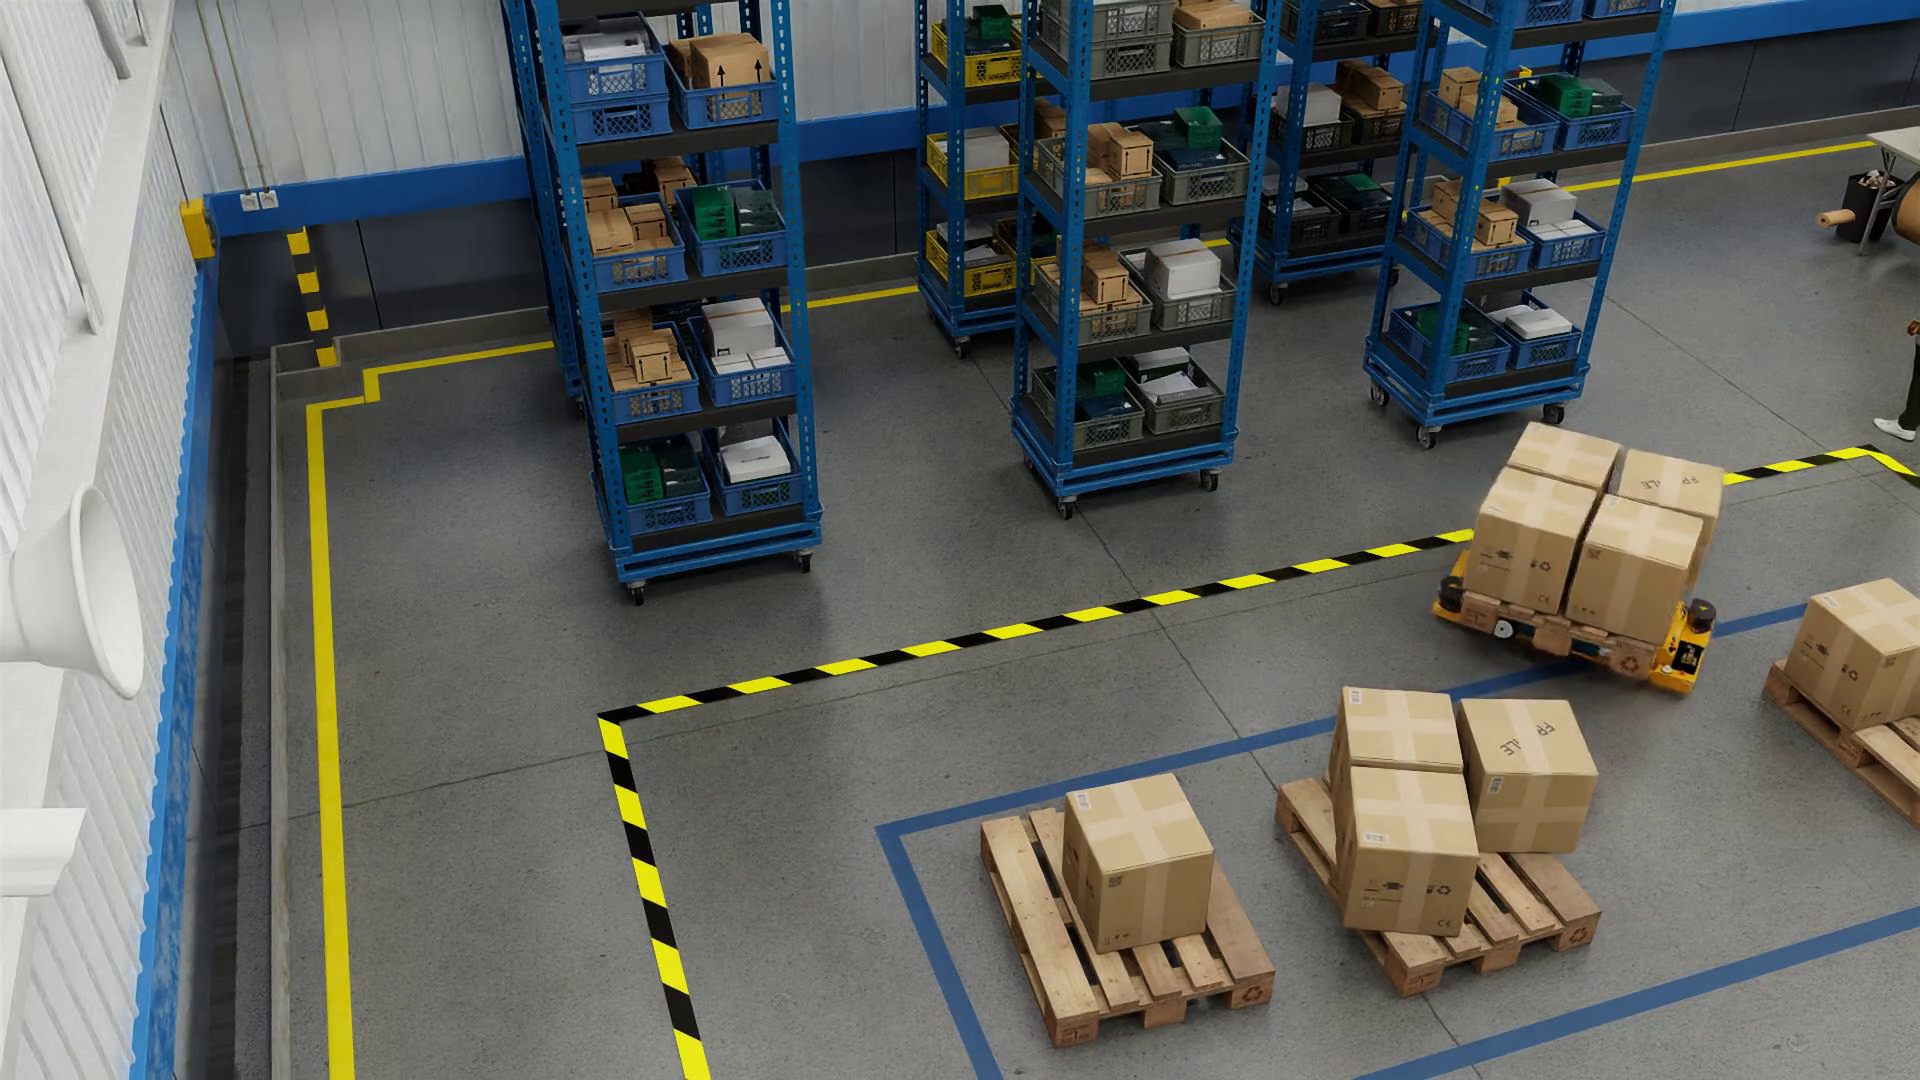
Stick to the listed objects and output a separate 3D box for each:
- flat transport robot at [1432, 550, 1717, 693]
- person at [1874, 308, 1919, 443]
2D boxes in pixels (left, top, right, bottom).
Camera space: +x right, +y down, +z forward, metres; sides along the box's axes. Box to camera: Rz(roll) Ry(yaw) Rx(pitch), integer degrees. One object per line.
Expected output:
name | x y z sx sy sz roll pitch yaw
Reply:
flat transport robot | 3.496 0.395 9.472 1.431 0.197 0.652 18 39 24
person | 6.443 -1.510 10.823 0.596 1.849 0.388 -11 37 -15
